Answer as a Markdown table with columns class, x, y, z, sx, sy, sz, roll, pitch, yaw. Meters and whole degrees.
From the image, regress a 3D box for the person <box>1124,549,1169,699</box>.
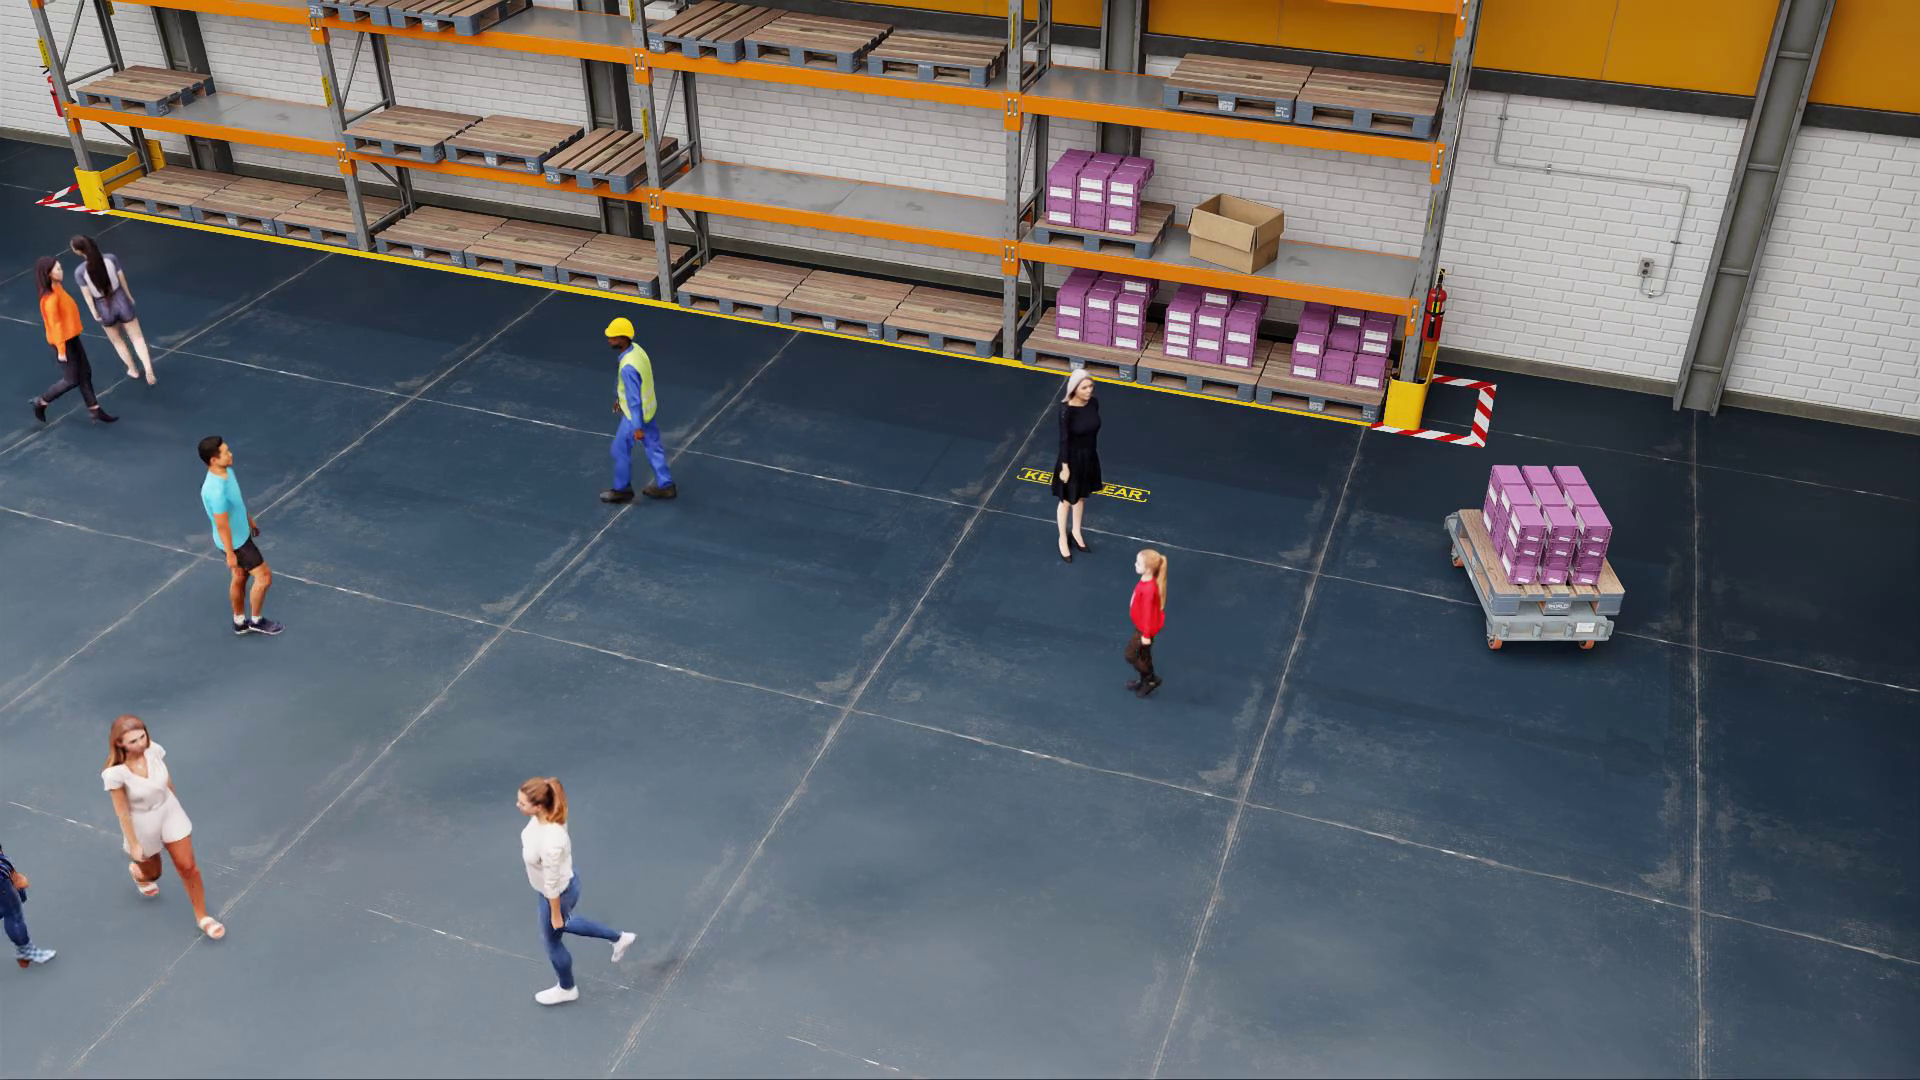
| class | x | y | z | sx | sy | sz | roll | pitch | yaw |
| --- | --- | --- | --- | --- | --- | --- | --- | --- | --- |
| person | 1.441 | 0.627 | 12.342 | 0.579 | 1.275 | 0.563 | 2 | 34 | 4 |

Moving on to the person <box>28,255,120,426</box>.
| class | x | y | z | sx | sy | sz | roll | pitch | yaw |
| --- | --- | --- | --- | --- | --- | --- | --- | --- | --- |
| person | -8.491 | -1.827 | 15.629 | 1.070 | 1.724 | 0.972 | -9 | 35 | -14 |

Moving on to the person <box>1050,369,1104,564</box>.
| class | x | y | z | sx | sy | sz | roll | pitch | yaw |
| --- | --- | --- | --- | --- | --- | --- | --- | --- | --- |
| person | 0.978 | -0.632 | 13.810 | 0.693 | 1.747 | 0.716 | -25 | 41 | -33 |

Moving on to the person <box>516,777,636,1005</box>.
| class | x | y | z | sx | sy | sz | roll | pitch | yaw |
| --- | --- | --- | --- | --- | --- | --- | --- | --- | --- |
| person | -2.288 | 2.053 | 9.809 | 0.990 | 1.705 | 0.884 | -9 | 35 | -13 |

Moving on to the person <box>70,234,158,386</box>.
| class | x | y | z | sx | sy | sz | roll | pitch | yaw |
| --- | --- | --- | --- | --- | --- | --- | --- | --- | --- |
| person | -8.274 | -2.227 | 16.329 | 0.881 | 1.616 | 1.008 | -23 | 40 | -31 |

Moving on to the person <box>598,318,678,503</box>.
| class | x | y | z | sx | sy | sz | roll | pitch | yaw |
| --- | --- | --- | --- | --- | --- | --- | --- | --- | --- |
| person | -2.727 | -1.113 | 14.497 | 1.007 | 1.787 | 0.848 | 2 | 34 | 3 |

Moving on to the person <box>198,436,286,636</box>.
| class | x | y | z | sx | sy | sz | roll | pitch | yaw |
| --- | --- | --- | --- | --- | --- | --- | --- | --- | --- |
| person | -5.690 | 0.016 | 12.825 | 0.814 | 1.759 | 0.771 | -8 | 35 | -12 |

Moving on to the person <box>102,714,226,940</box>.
| class | x | y | z | sx | sy | sz | roll | pitch | yaw |
| --- | --- | --- | --- | --- | --- | --- | --- | --- | --- |
| person | -5.045 | 1.740 | 10.308 | 1.077 | 1.673 | 0.753 | 21 | 39 | 29 |
